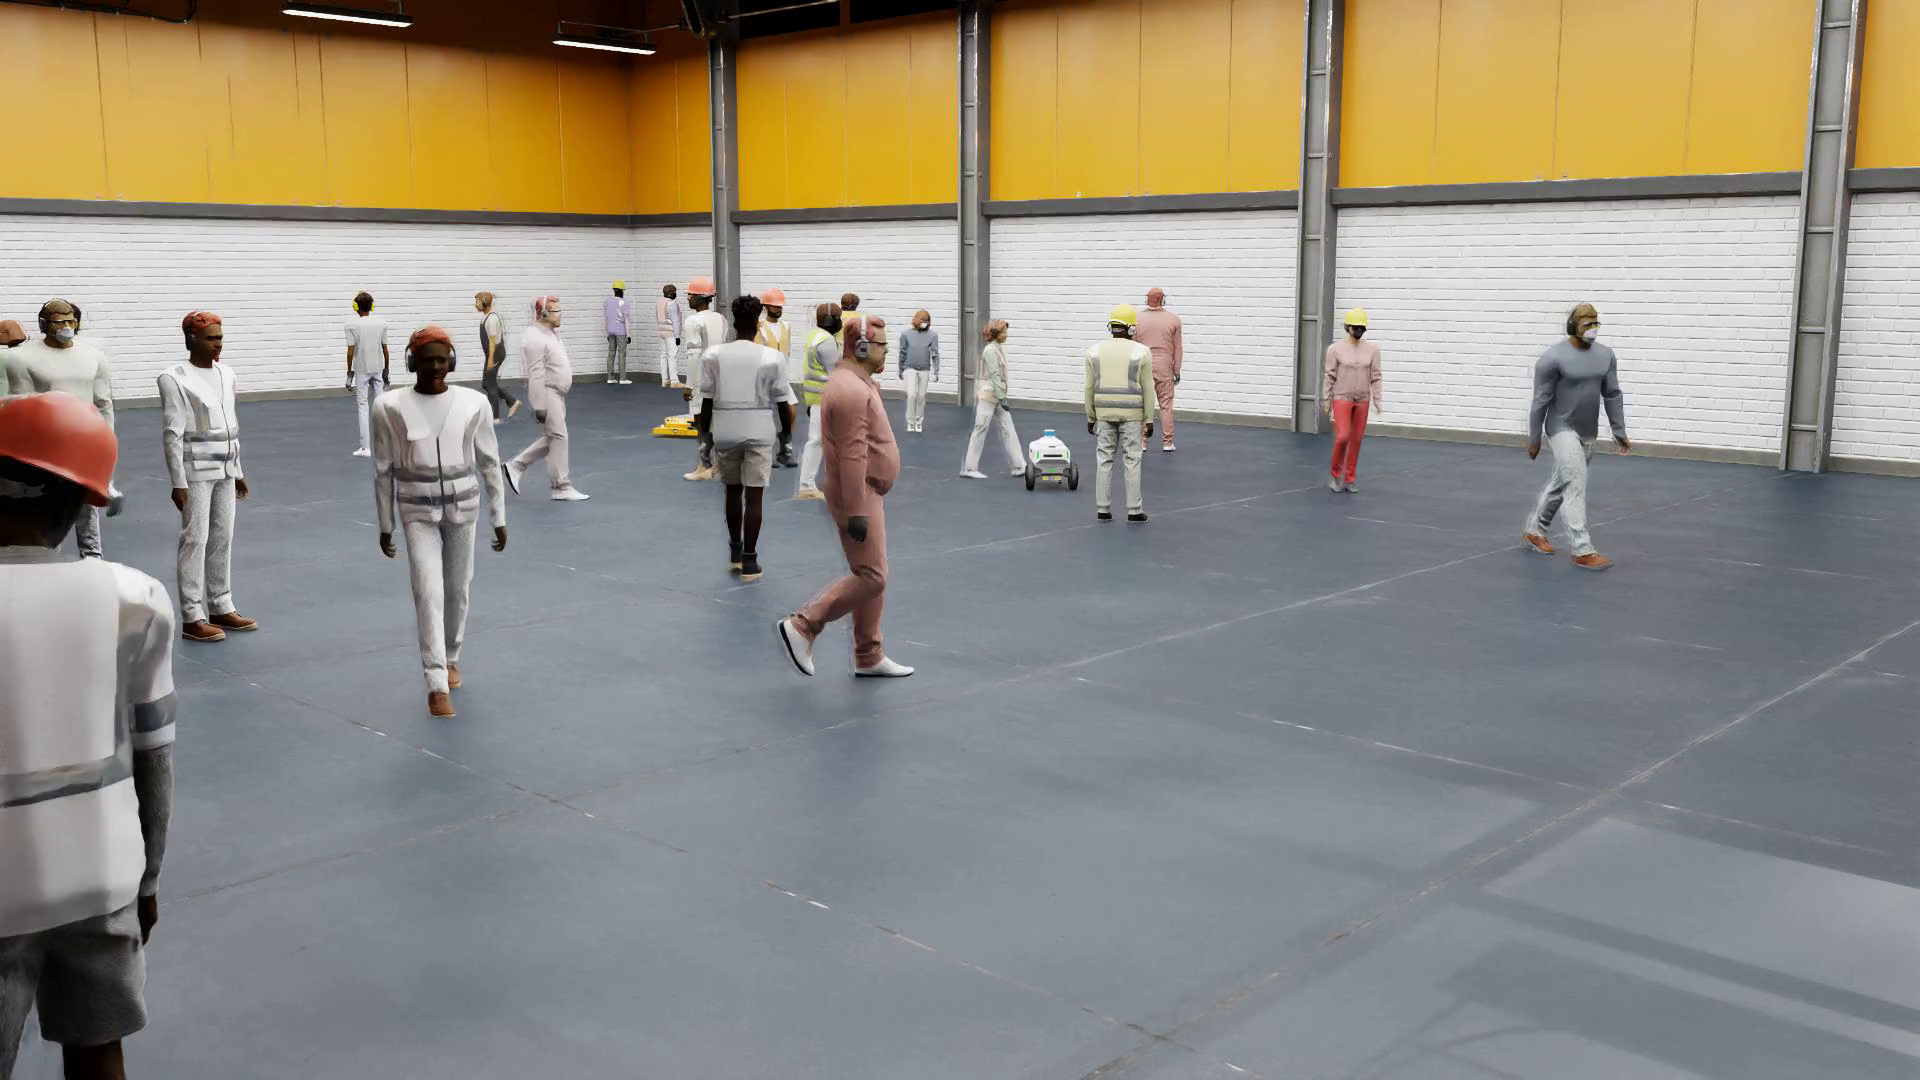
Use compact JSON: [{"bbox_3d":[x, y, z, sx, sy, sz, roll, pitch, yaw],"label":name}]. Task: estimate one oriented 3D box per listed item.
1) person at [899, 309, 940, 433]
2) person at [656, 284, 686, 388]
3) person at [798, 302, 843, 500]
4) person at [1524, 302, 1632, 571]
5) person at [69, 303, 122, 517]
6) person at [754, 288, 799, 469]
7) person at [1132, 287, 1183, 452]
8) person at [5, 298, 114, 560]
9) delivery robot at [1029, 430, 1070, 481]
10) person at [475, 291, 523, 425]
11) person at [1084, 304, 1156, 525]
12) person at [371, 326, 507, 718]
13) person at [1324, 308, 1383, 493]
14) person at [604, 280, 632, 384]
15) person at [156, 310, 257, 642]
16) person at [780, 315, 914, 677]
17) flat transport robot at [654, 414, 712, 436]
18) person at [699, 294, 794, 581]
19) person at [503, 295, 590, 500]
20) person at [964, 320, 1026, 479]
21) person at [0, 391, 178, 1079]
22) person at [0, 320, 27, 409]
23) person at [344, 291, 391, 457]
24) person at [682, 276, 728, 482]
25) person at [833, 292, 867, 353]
[{"bbox_3d":[-0.530,-2.175,21.462,0.515,1.601,0.610,-1,9,-8],"label":"person"},{"bbox_3d":[-5.178,-3.646,29.776,0.429,1.844,0.626,-8,12,-40],"label":"person"},{"bbox_3d":[-1.105,-1.264,15.281,0.880,1.807,0.632,-2,9,-9],"label":"person"},{"bbox_3d":[4.408,-0.765,12.013,0.638,1.893,1.017,-4,10,-24],"label":"person"},{"bbox_3d":[-7.302,-1.047,13.813,0.449,1.852,0.544,4,10,22],"label":"person"},{"bbox_3d":[-1.957,-1.695,17.578,0.547,1.916,0.584,-8,12,-39],"label":"person"},{"bbox_3d":[2.258,-1.972,19.309,0.642,1.910,0.401,1,9,9],"label":"person"},{"bbox_3d":[-5.879,-0.614,10.934,0.368,1.932,0.622,9,13,43],"label":"person"},{"bbox_3d":[0.866,-0.826,16.132,0.477,0.478,0.707,0,9,-3],"label":"delivery robot"},{"bbox_3d":[-6.313,-2.480,22.681,0.528,1.825,0.542,-4,10,-25],"label":"person"},{"bbox_3d":[1.337,-1.040,13.824,0.601,1.830,0.403,4,10,23],"label":"person"},{"bbox_3d":[-2.550,-0.108,8.156,0.590,1.867,0.861,-5,10,-27],"label":"person"},{"bbox_3d":[3.708,-1.302,15.678,0.525,1.752,0.456,-1,9,-9],"label":"person"},{"bbox_3d":[-6.300,-3.832,30.703,0.580,1.918,0.405,5,10,28],"label":"person"},{"bbox_3d":[-4.324,-0.370,9.556,0.337,1.883,0.584,2,10,14],"label":"person"},{"bbox_3d":[-0.566,-0.199,8.485,0.590,1.888,0.655,0,9,-1],"label":"person"},{"bbox_3d":[-3.287,-1.515,21.513,0.652,0.197,1.431,4,10,23],"label":"flat transport robot"},{"bbox_3d":[-1.461,-0.716,11.497,0.629,1.936,0.726,1,9,7],"label":"person"},{"bbox_3d":[-3.821,-1.292,15.209,0.752,1.883,0.650,0,9,-1],"label":"person"},{"bbox_3d":[0.419,-1.400,16.740,0.831,1.604,0.530,2,10,15],"label":"person"},{"bbox_3d":[-1.809,0.684,3.102,0.436,1.889,0.740,7,12,37],"label":"person"},{"bbox_3d":[-9.230,-1.327,16.205,0.426,1.618,0.520,-1,9,-5],"label":"person"},{"bbox_3d":[-6.711,-1.875,18.841,0.513,1.870,0.328,-8,12,-42],"label":"person"},{"bbox_3d":[-2.566,-1.604,16.625,0.357,2.047,0.615,4,10,25],"label":"person"},{"bbox_3d":[-1.493,-2.272,21.454,0.759,1.825,0.509,-1,9,-9],"label":"person"}]
